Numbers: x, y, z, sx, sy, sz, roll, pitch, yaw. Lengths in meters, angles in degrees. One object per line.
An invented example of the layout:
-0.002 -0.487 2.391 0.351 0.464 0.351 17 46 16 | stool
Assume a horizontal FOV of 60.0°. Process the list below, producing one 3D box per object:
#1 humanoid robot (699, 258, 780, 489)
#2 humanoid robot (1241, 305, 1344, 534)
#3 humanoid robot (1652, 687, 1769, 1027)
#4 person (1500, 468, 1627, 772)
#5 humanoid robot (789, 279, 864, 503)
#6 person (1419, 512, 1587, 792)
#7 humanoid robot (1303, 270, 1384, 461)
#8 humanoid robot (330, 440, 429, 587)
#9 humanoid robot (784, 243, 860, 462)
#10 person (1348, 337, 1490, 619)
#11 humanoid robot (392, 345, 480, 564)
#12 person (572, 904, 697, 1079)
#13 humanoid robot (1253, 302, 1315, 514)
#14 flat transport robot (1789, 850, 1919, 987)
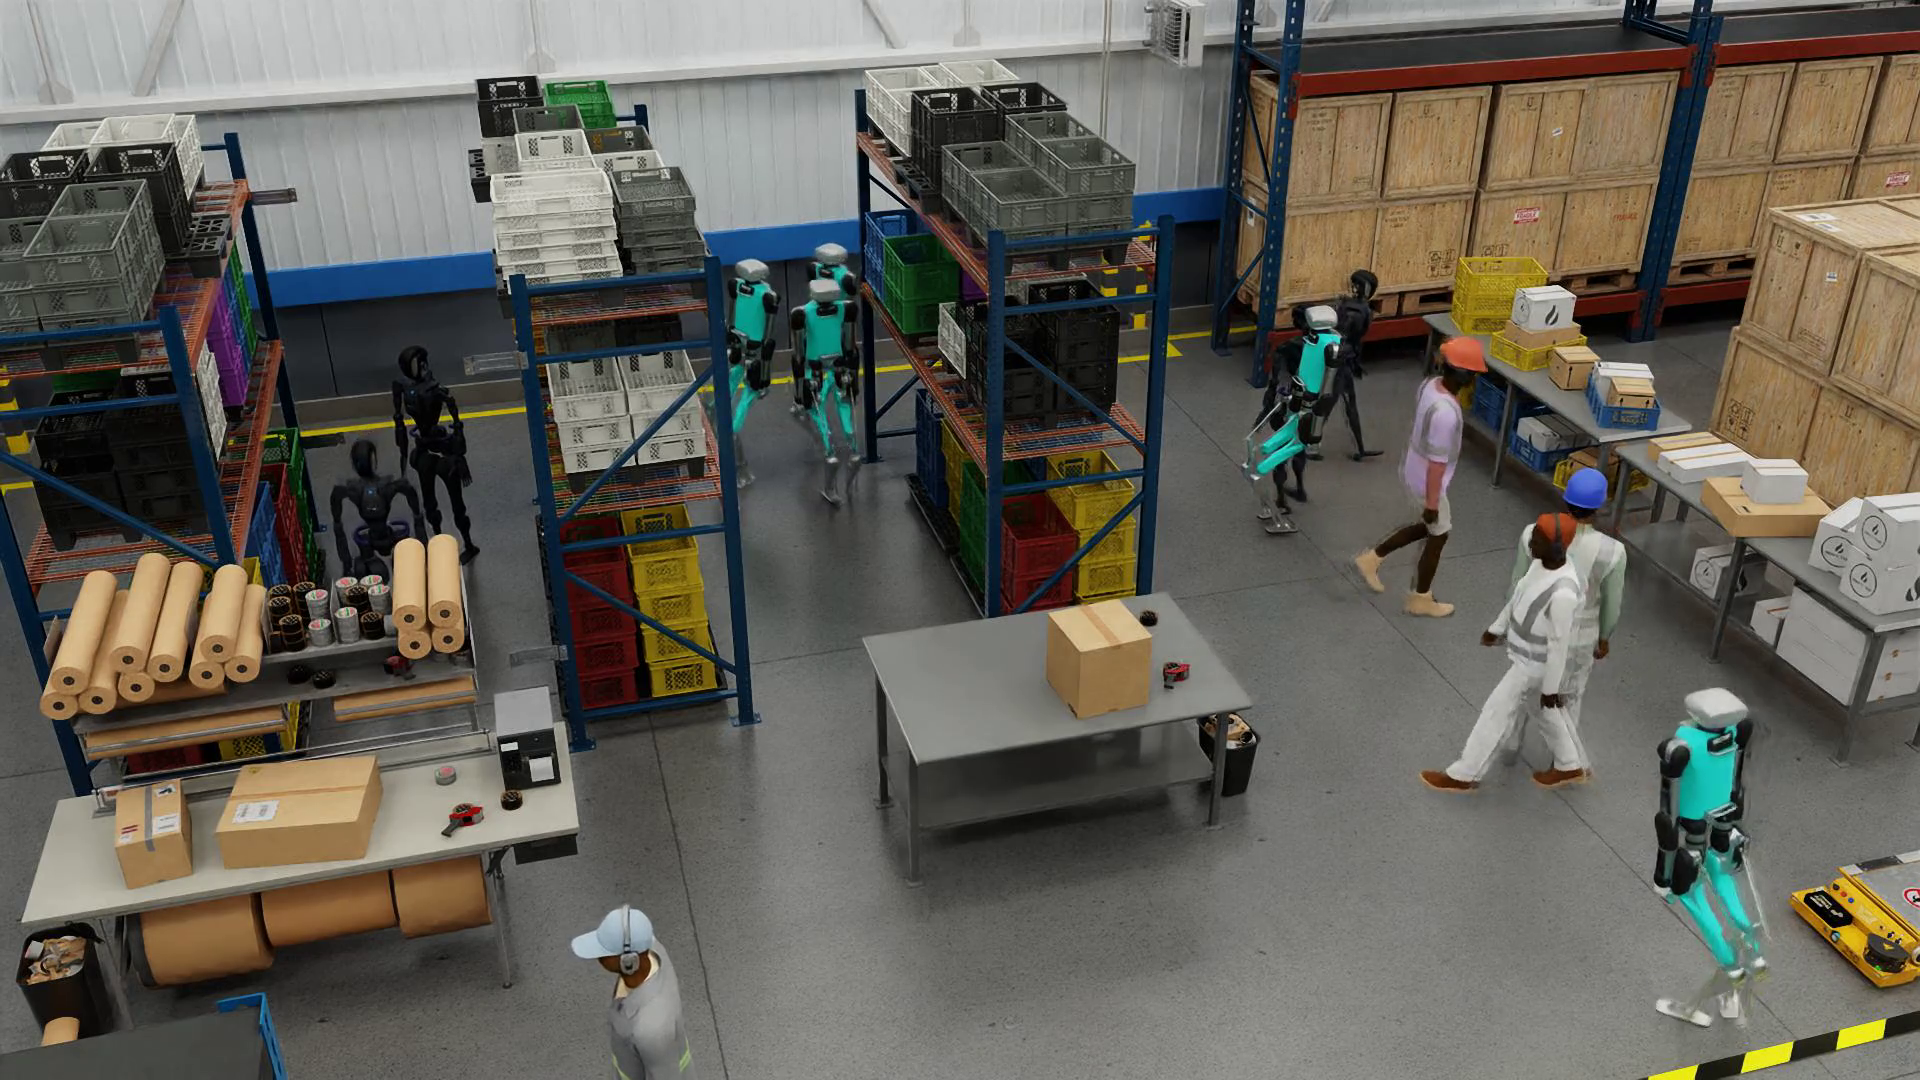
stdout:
-1.769 -1.259 12.926 0.531 1.767 0.764 25 37 37 | humanoid robot
2.351 -0.869 12.133 0.729 1.704 0.532 -5 29 -10 | humanoid robot
3.595 1.574 7.758 0.616 1.739 0.787 -15 32 -25 | humanoid robot
3.437 0.485 9.536 0.603 1.948 0.386 14 32 24 | person
-0.934 -1.042 12.508 0.536 1.778 0.684 -12 31 -21 | humanoid robot
3.221 0.648 9.358 0.943 1.845 0.582 6 29 10 | person
3.079 -1.367 13.214 0.735 1.623 0.589 14 32 23 | humanoid robot
-3.615 0.123 10.494 0.583 1.629 0.622 -7 30 -13 | humanoid robot
-1.141 -1.424 13.250 0.550 1.804 0.689 22 36 34 | humanoid robot
3.077 -0.420 11.114 0.662 2.013 0.619 3 29 6 | person
-3.729 -0.614 11.810 0.610 1.651 0.306 10 30 18 | humanoid robot
-1.236 2.176 6.558 0.401 1.851 0.589 -8 30 -14 | person
2.500 -1.006 12.523 0.590 1.657 0.357 -15 32 -25 | humanoid robot
5.163 1.916 8.676 1.431 0.231 0.659 -8 30 -14 | flat transport robot
